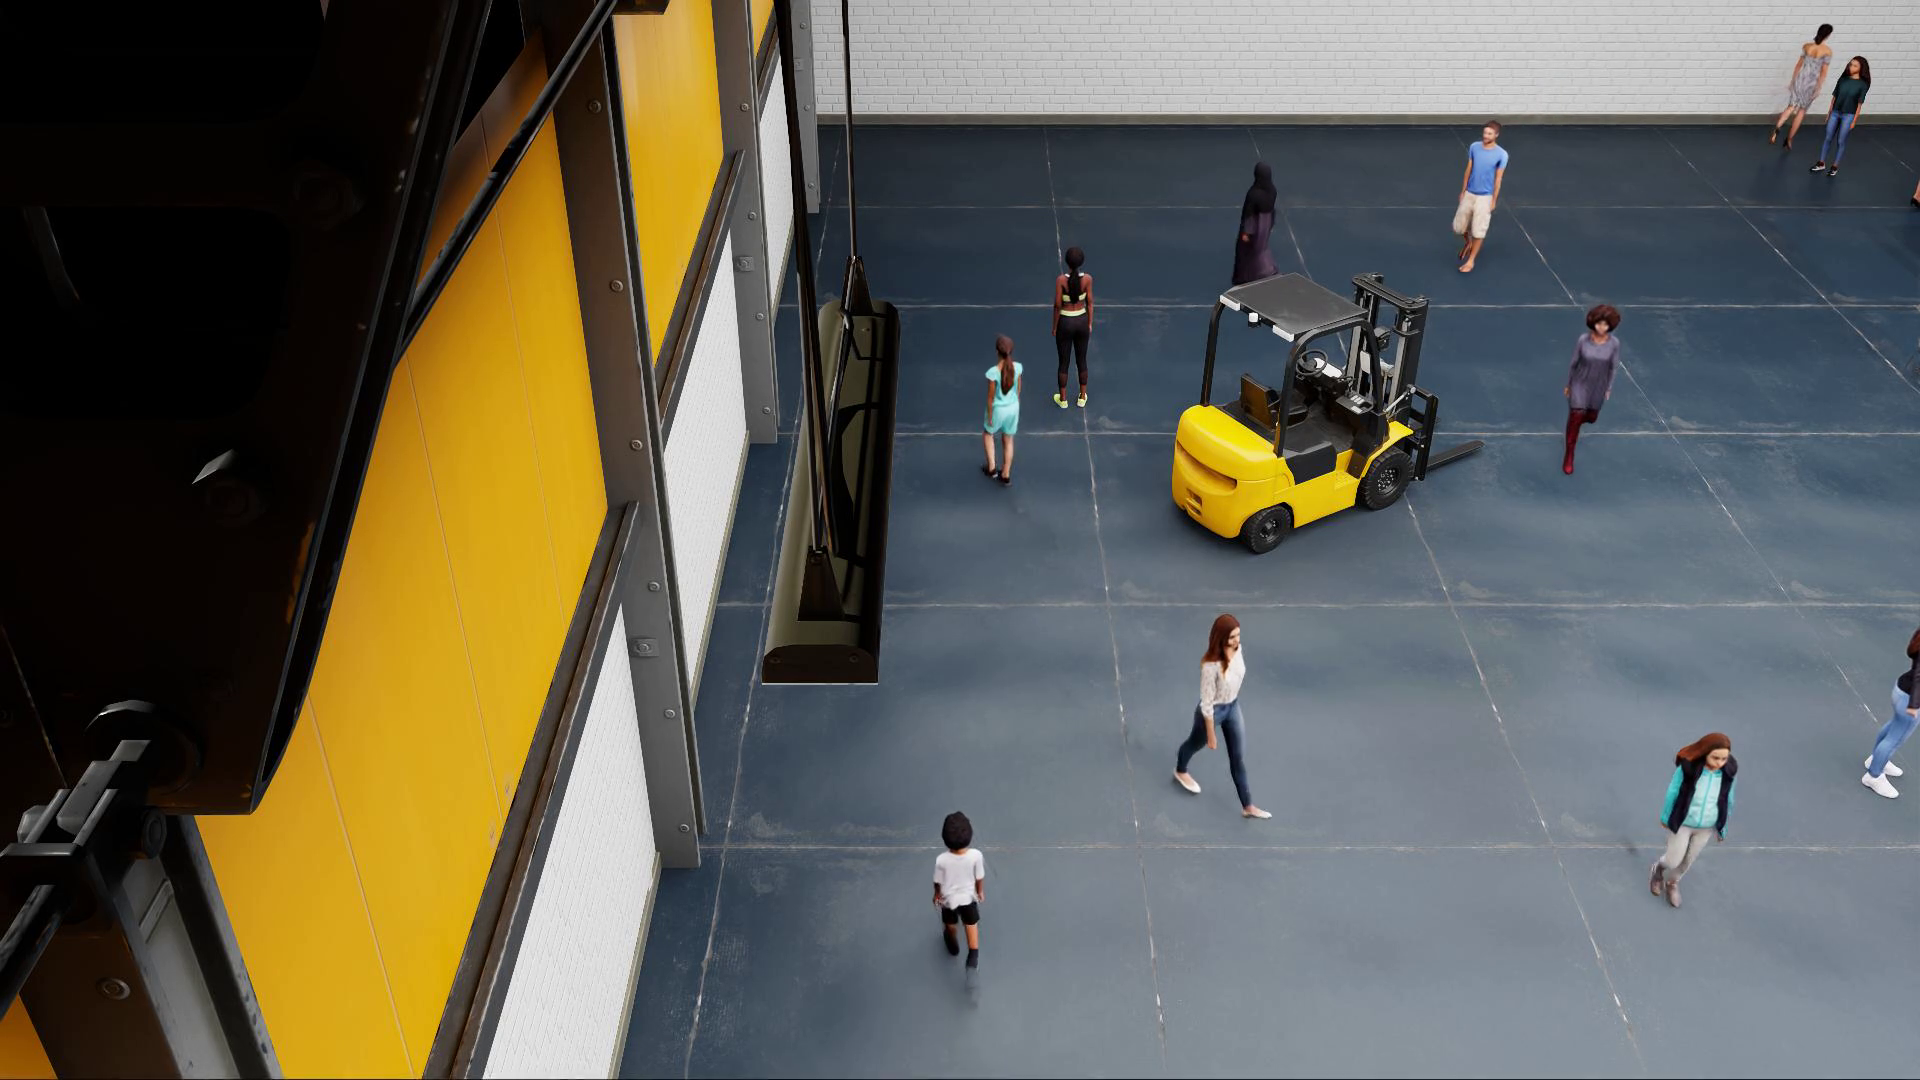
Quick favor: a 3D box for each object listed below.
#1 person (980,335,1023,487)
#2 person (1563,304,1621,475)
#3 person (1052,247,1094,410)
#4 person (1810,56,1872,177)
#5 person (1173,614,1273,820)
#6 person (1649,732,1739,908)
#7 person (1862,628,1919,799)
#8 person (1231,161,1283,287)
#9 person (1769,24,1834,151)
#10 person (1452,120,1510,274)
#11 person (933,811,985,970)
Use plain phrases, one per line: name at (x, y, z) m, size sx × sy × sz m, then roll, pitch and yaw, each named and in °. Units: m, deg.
person at (0.443, -1.206, 15.812) m, size 0.641 × 1.549 × 0.693 m, roll -12°, pitch 35°, yaw -17°
person at (6.085, -1.503, 16.129) m, size 0.748 × 1.692 × 1.029 m, roll 9°, pitch 35°, yaw 13°
person at (1.157, -2.181, 17.094) m, size 0.592 × 1.753 × 0.542 m, roll -4°, pitch 34°, yaw -7°
person at (12.024, -5.784, 22.640) m, size 0.770 × 1.616 × 0.696 m, roll -24°, pitch 40°, yaw -31°
person at (1.790, 1.221, 12.039) m, size 1.053 × 1.684 × 1.174 m, roll -25°, pitch 41°, yaw -32°
person at (4.952, 1.843, 11.279) m, size 0.566 × 1.489 × 0.567 m, roll 1°, pitch 34°, yaw 1°
person at (7.012, 1.133, 12.217) m, size 0.796 × 1.634 × 0.689 m, roll 20°, pitch 38°, yaw 27°
person at (3.500, -3.621, 19.398) m, size 0.878 × 1.602 × 0.997 m, roll -21°, pitch 39°, yaw -29°
person at (11.739, -6.263, 23.192) m, size 0.944 × 1.802 × 0.918 m, roll -24°, pitch 41°, yaw -32°
person at (6.282, -4.170, 19.993) m, size 0.849 × 1.857 × 0.913 m, roll 26°, pitch 42°, yaw 33°
person at (-0.002, 2.311, 10.792) m, size 0.578 × 1.248 × 0.767 m, roll -7°, pitch 34°, yaw -11°
